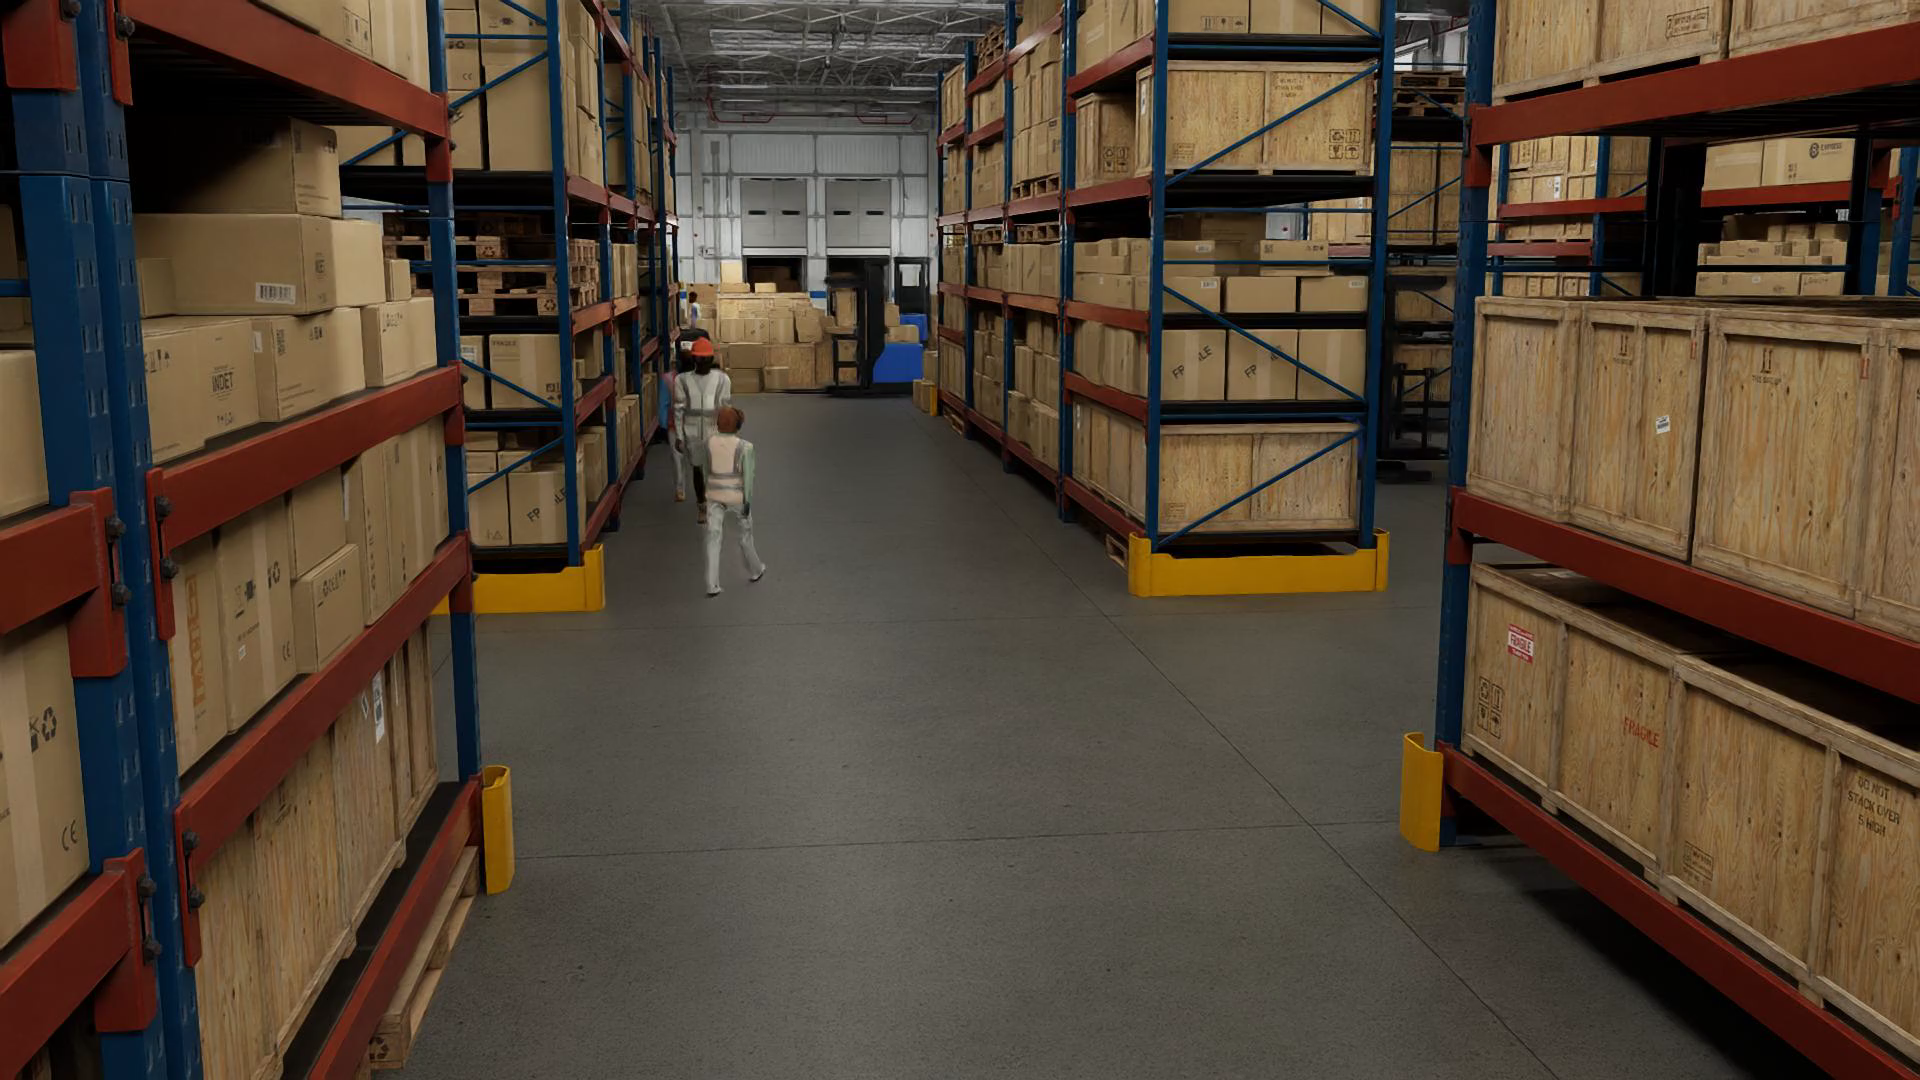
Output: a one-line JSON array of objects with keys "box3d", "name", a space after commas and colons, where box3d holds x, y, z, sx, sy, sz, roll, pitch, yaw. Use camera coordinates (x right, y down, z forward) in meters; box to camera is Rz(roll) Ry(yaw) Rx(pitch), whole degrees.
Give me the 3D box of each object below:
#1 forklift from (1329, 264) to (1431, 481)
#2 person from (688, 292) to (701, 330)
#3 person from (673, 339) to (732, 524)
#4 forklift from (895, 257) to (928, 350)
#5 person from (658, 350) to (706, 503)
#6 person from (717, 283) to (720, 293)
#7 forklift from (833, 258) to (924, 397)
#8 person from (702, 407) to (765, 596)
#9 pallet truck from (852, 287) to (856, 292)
[{"box3d": [4.977, -2.179, 21.250, 1.873, 2.768, 1.129, -1, 10, -4], "name": "forklift"}, {"box3d": [-7.216, -5.863, 45.599, 0.852, 1.890, 0.603, -1, 10, -8], "name": "person"}, {"box3d": [-2.712, -1.112, 17.565, 0.609, 2.000, 1.017, -1, 10, -5], "name": "person"}, {"box3d": [-1.494, -7.211, 50.544, 1.129, 2.768, 1.873, 1, 10, 7], "name": "forklift"}, {"box3d": [-3.159, -1.287, 19.221, 0.638, 1.794, 0.957, -2, 10, -13], "name": "person"}, {"box3d": [-9.061, -8.570, 61.464, 0.578, 1.858, 0.829, -9, 13, -42], "name": "person"}, {"box3d": [-1.699, -4.355, 33.920, 1.873, 2.768, 1.129, -1, 10, -7], "name": "forklift"}, {"box3d": [-1.979, -0.346, 14.354, 0.513, 1.583, 0.896, 2, 10, 14], "name": "person"}, {"box3d": [-3.782, -9.391, 65.808, 1.885, 1.965, 0.823, 2, 10, 10], "name": "pallet truck"}]
